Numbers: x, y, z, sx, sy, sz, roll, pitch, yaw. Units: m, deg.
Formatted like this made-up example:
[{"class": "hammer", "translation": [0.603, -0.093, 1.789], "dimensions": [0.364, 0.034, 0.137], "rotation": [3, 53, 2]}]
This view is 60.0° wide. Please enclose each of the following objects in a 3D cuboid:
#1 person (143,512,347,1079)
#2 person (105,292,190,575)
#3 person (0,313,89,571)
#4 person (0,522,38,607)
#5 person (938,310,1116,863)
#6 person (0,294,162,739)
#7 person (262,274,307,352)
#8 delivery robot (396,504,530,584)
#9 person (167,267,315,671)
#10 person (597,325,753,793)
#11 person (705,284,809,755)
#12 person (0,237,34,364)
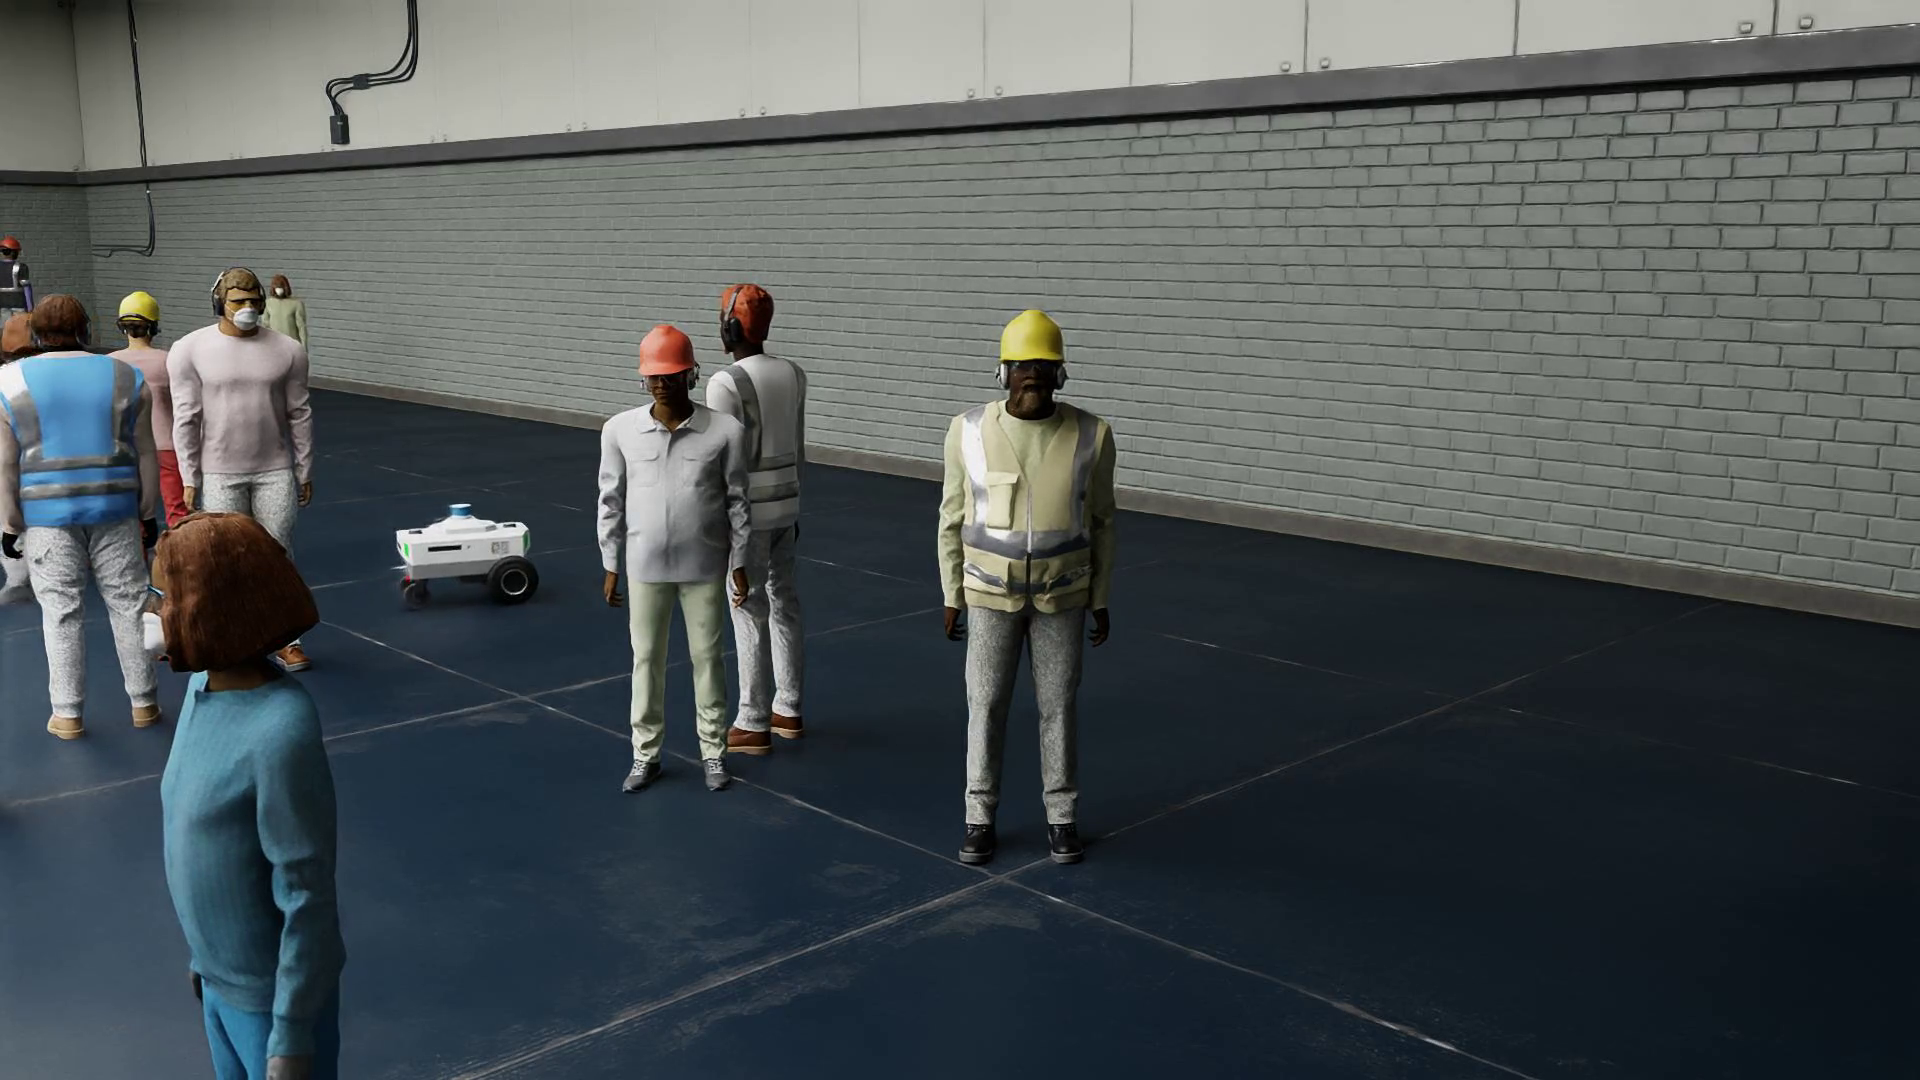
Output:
[{"class": "person", "translation": [-1.194, 0.759, 2.815], "dimensions": [0.281, 1.634, 0.498], "rotation": [-9, 14, -40]}, {"class": "person", "translation": [-4.491, -0.485, 9.237], "dimensions": [0.523, 1.769, 0.313], "rotation": [-3, 11, -14]}, {"class": "person", "translation": [-5.471, -0.541, 9.927], "dimensions": [0.472, 1.618, 0.505], "rotation": [4, 11, 22]}, {"class": "person", "translation": [-5.671, -0.553, 9.304], "dimensions": [0.804, 1.887, 0.629], "rotation": [-6, 12, -30]}, {"class": "person", "translation": [0.221, 0.164, 5.505], "dimensions": [0.590, 1.837, 0.404], "rotation": [0, 10, 0]}, {"class": "person", "translation": [-3.661, -0.093, 6.914], "dimensions": [0.623, 1.838, 0.430], "rotation": [-7, 12, -34]}, {"class": "person", "translation": [-7.923, -2.297, 19.529], "dimensions": [0.503, 1.619, 0.374], "rotation": [-3, 11, -15]}, {"class": "delivery robot", "translation": [-2.816, 0.039, 9.430], "dimensions": [0.707, 0.478, 0.477], "rotation": [-5, 11, -24]}, {"class": "person", "translation": [-3.360, -0.313, 7.856], "dimensions": [0.625, 1.933, 0.375], "rotation": [-7, 13, -35]}, {"class": "person", "translation": [-1.062, 0.077, 6.207], "dimensions": [0.574, 1.749, 0.333], "rotation": [-1, 10, -4]}, {"class": "person", "translation": [-0.829, -0.077, 6.694], "dimensions": [0.354, 1.883, 0.573], "rotation": [6, 12, 30]}, {"class": "person", "translation": [-14.358, -3.565, 25.280], "dimensions": [0.614, 2.040, 0.390], "rotation": [1, 10, 6]}]
